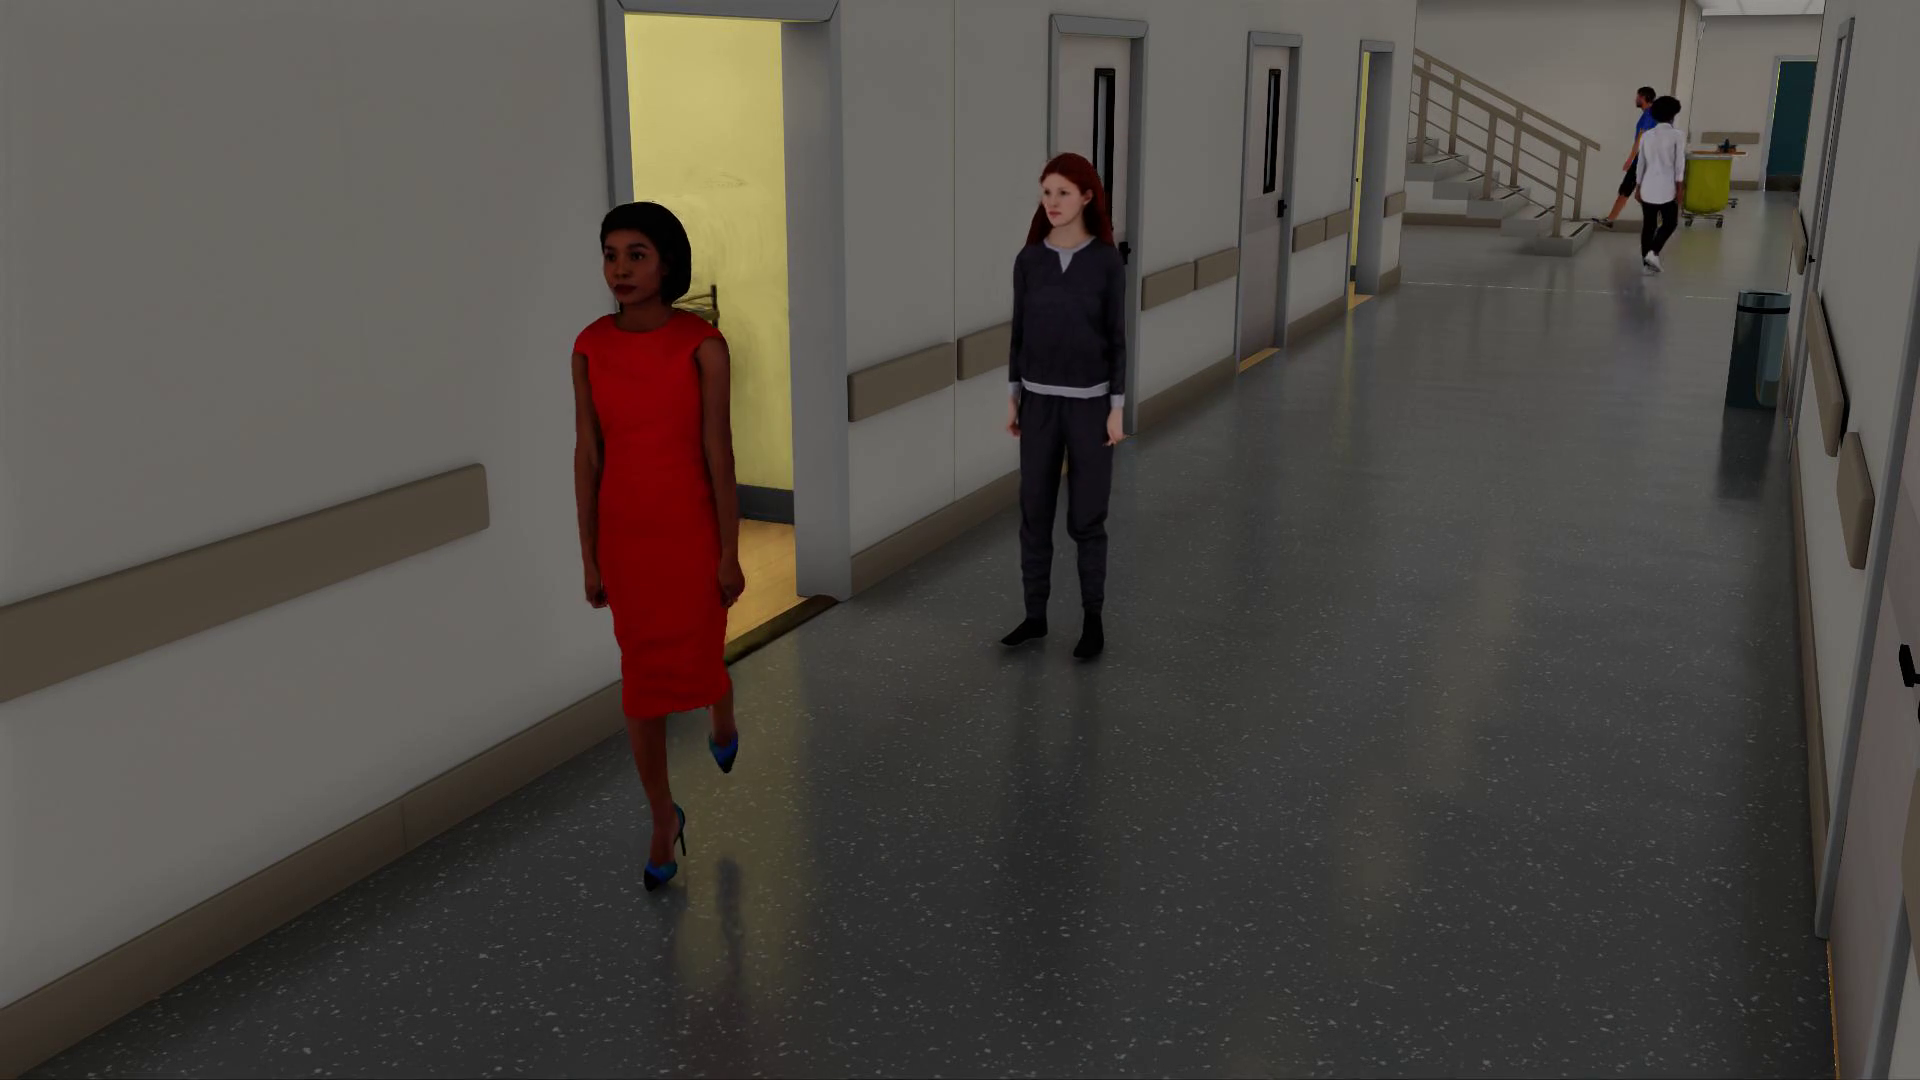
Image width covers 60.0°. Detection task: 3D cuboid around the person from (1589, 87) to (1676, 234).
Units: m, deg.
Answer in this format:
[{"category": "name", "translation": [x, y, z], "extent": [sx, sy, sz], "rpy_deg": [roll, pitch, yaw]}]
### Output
[{"category": "person", "translation": [8.813, -4.767, 21.113], "extent": [1.337, 1.801, 0.901], "rpy_deg": [2, 16, 8]}]

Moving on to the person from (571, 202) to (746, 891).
[{"category": "person", "translation": [-0.734, 0.010, 4.298], "extent": [0.848, 1.732, 0.794], "rpy_deg": [2, 16, 7]}]

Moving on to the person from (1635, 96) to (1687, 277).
[{"category": "person", "translation": [7.116, -3.599, 16.974], "extent": [0.726, 1.800, 0.811], "rpy_deg": [14, 21, 40]}]

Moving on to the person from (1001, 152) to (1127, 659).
[{"category": "person", "translation": [0.380, -0.464, 5.893], "extent": [0.448, 1.778, 0.653], "rpy_deg": [8, 18, 27]}]
